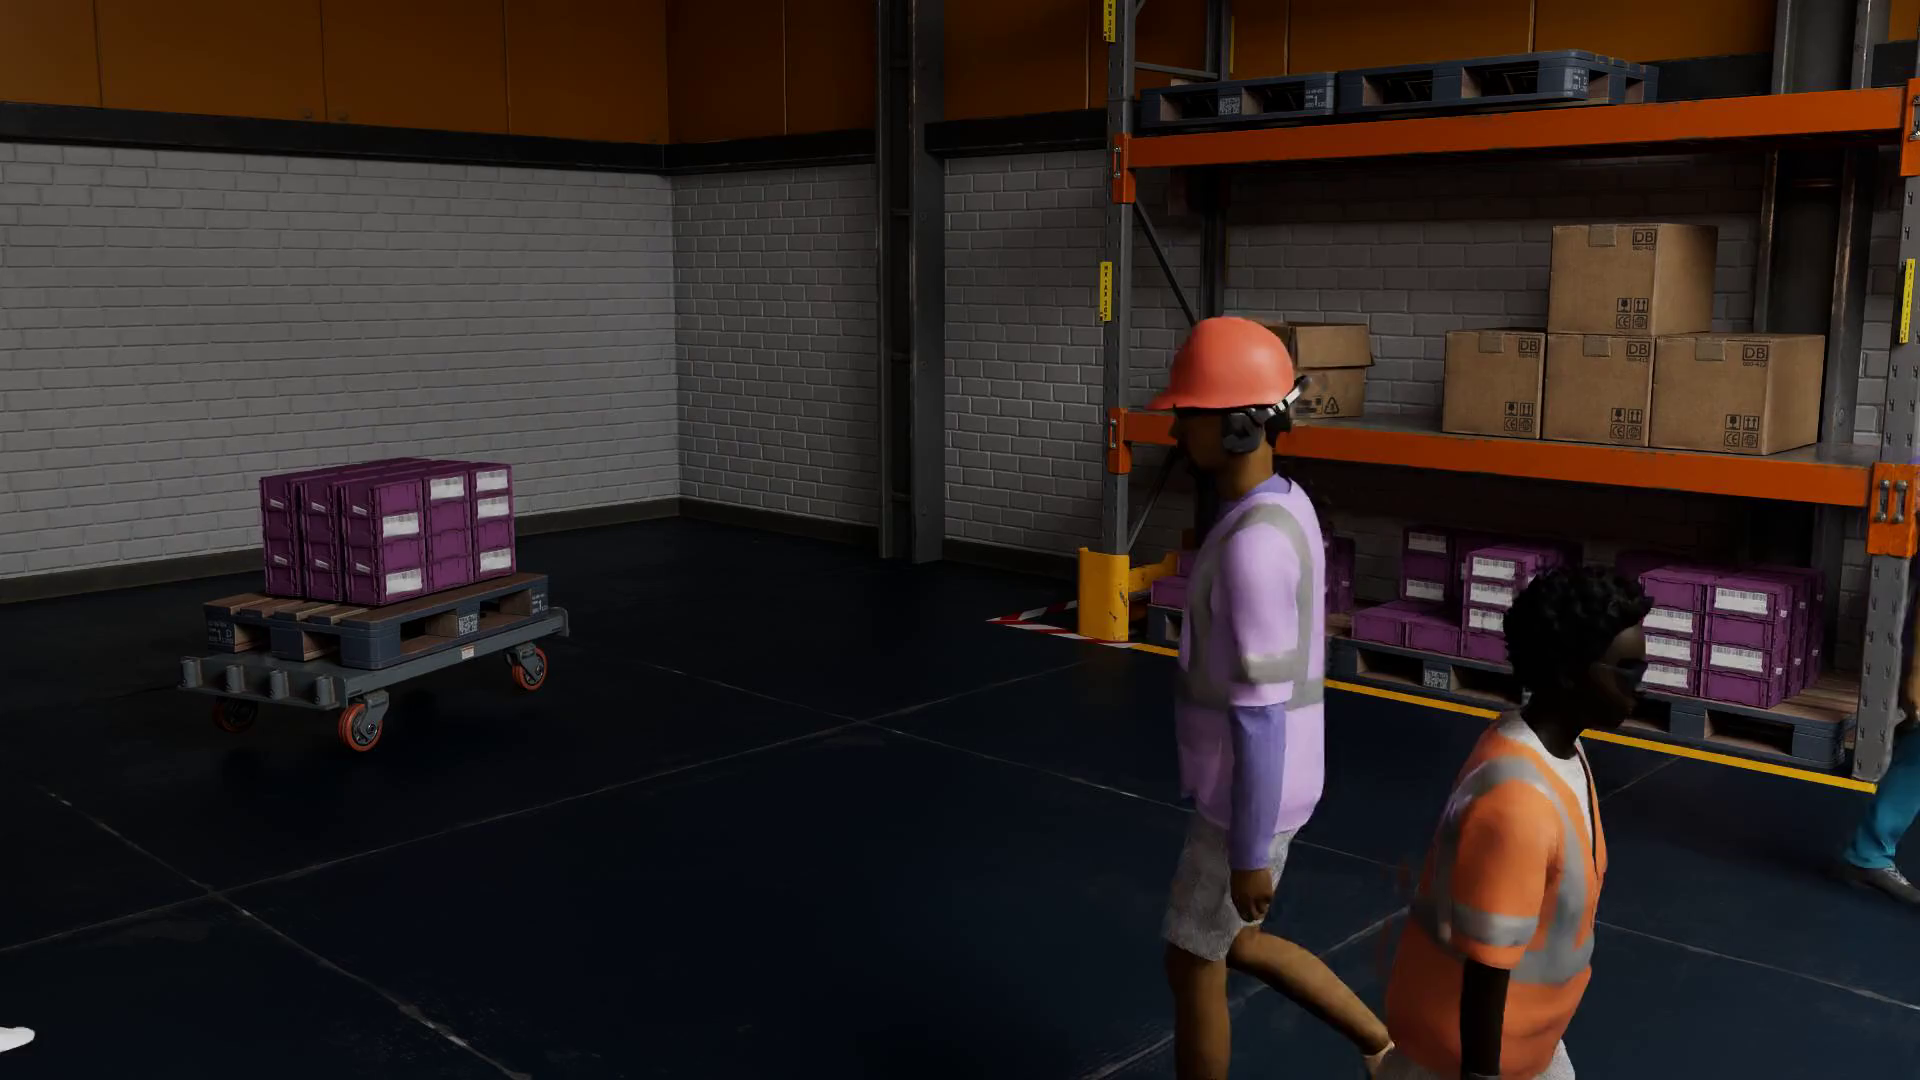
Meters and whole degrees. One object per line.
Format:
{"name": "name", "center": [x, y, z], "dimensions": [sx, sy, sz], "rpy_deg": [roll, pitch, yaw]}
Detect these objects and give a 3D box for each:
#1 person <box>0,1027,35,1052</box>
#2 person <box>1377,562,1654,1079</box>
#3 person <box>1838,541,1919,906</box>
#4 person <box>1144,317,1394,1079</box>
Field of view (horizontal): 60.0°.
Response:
{"name": "person", "center": [-2.914, 0.526, 4.314], "dimensions": [0.707, 1.817, 0.551], "rpy_deg": [-6, 11, -35]}
{"name": "person", "center": [0.824, 0.834, 2.908], "dimensions": [0.729, 1.656, 0.540], "rpy_deg": [5, 11, 29]}
{"name": "person", "center": [3.306, 0.372, 5.276], "dimensions": [0.588, 1.789, 0.958], "rpy_deg": [-7, 12, -37]}
{"name": "person", "center": [0.693, 0.531, 3.612], "dimensions": [0.763, 2.025, 0.625], "rpy_deg": [2, 10, 14]}
